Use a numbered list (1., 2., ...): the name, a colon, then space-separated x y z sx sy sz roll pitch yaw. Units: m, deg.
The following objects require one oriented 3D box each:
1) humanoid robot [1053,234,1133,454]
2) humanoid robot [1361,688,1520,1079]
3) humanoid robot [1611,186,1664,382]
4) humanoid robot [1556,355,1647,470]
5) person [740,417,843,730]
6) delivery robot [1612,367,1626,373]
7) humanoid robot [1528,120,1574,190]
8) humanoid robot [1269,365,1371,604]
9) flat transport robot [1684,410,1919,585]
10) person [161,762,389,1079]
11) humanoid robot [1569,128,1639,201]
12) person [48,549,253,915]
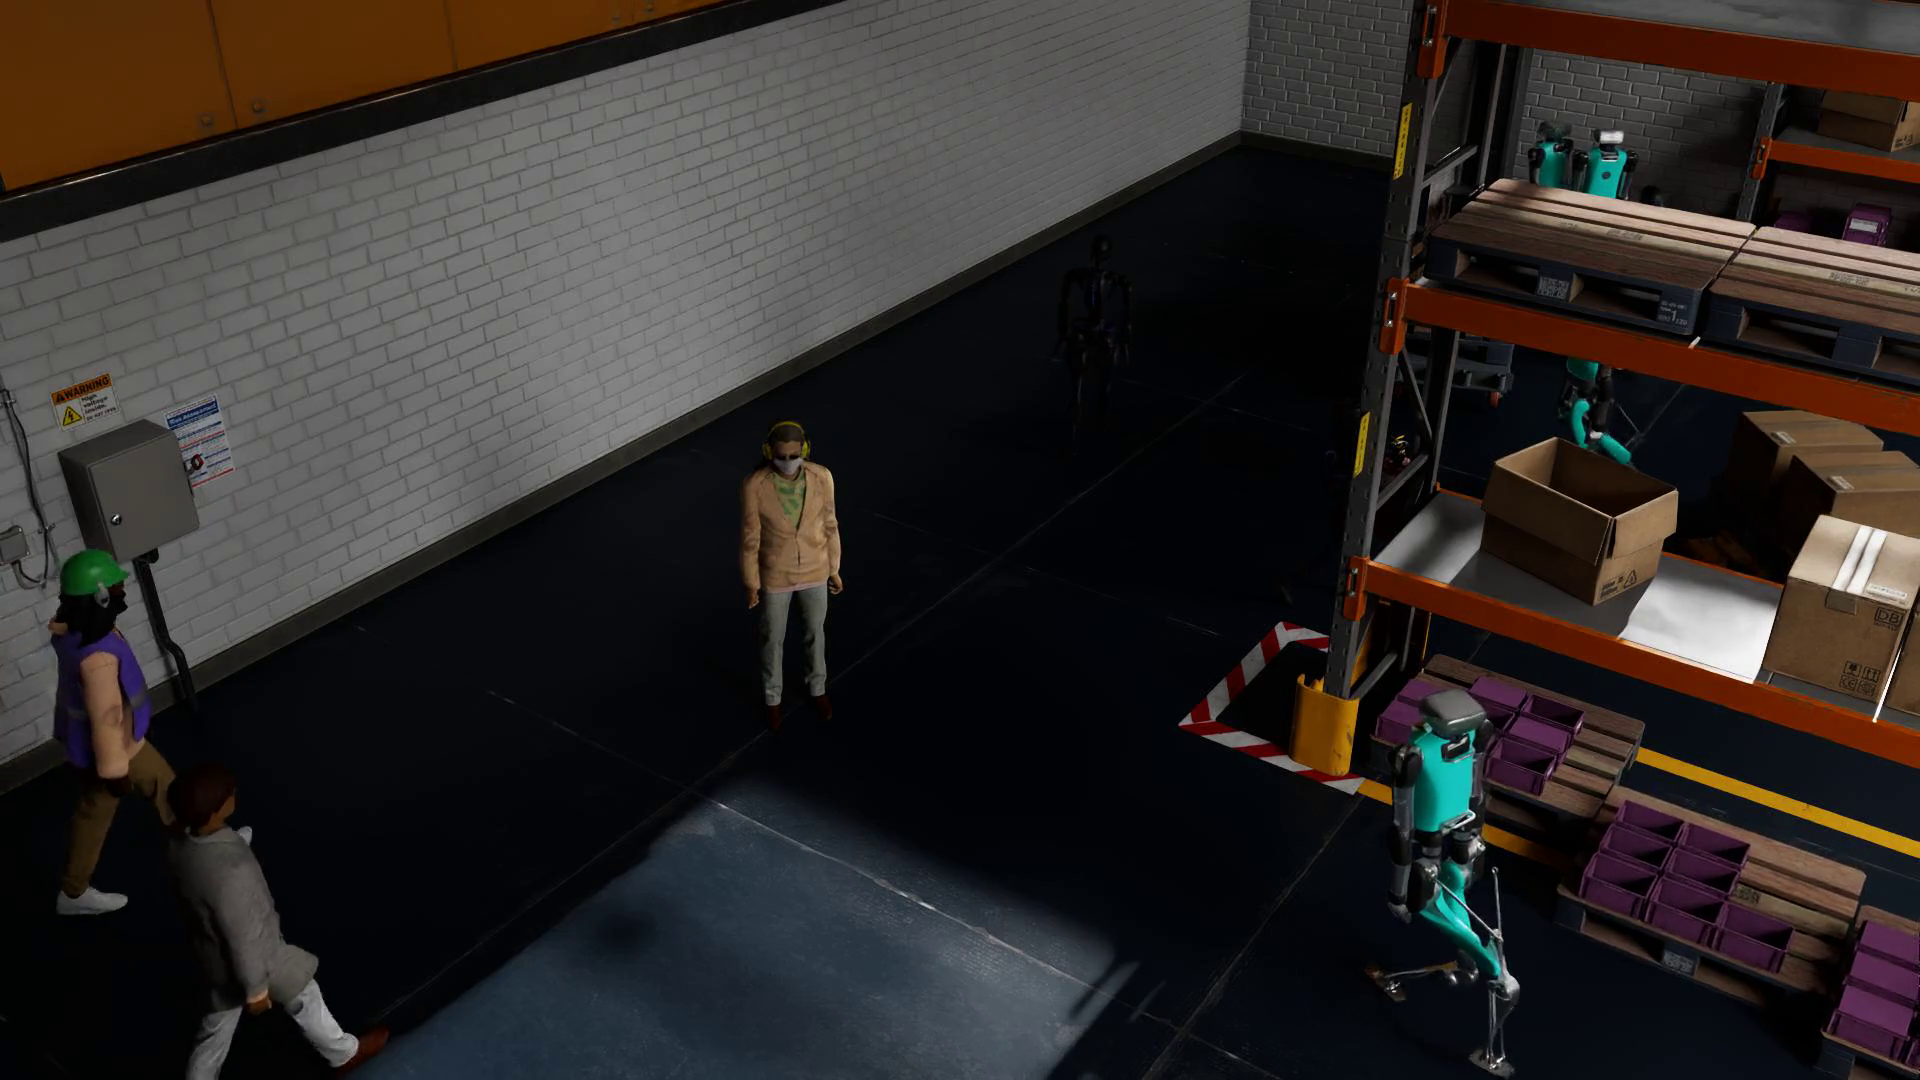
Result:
1. humanoid robot: 0.961 -1.446 12.200 0.599 1.639 0.784 8 31 14
2. humanoid robot: 2.168 1.533 6.990 0.530 1.772 1.069 -18 35 -29
3. humanoid robot: 5.325 -2.024 13.142 0.603 1.636 0.380 -1 30 -2
4. humanoid robot: 4.304 -0.856 11.094 0.688 1.844 0.549 -5 30 -9
5. person: -0.926 0.170 9.138 0.566 1.874 0.390 -10 31 -16
6. delivery robot: 5.559 -1.716 13.745 0.780 0.609 0.513 -7 31 -12
7. humanoid robot: 5.138 -2.601 14.119 0.538 1.802 0.772 -23 37 -34
8. humanoid robot: 2.310 -0.344 10.250 0.687 1.636 0.613 3 30 6
9. flat transport robot: 5.569 0.121 10.830 1.431 0.231 0.659 -2 30 -4
10. person: -2.906 1.645 6.670 0.512 1.794 0.939 18 35 29
11. humanoid robot: 5.338 -2.729 14.227 0.530 1.722 0.692 1 30 2
12. person: -3.997 0.927 7.824 0.934 1.881 0.539 -25 38 -36
